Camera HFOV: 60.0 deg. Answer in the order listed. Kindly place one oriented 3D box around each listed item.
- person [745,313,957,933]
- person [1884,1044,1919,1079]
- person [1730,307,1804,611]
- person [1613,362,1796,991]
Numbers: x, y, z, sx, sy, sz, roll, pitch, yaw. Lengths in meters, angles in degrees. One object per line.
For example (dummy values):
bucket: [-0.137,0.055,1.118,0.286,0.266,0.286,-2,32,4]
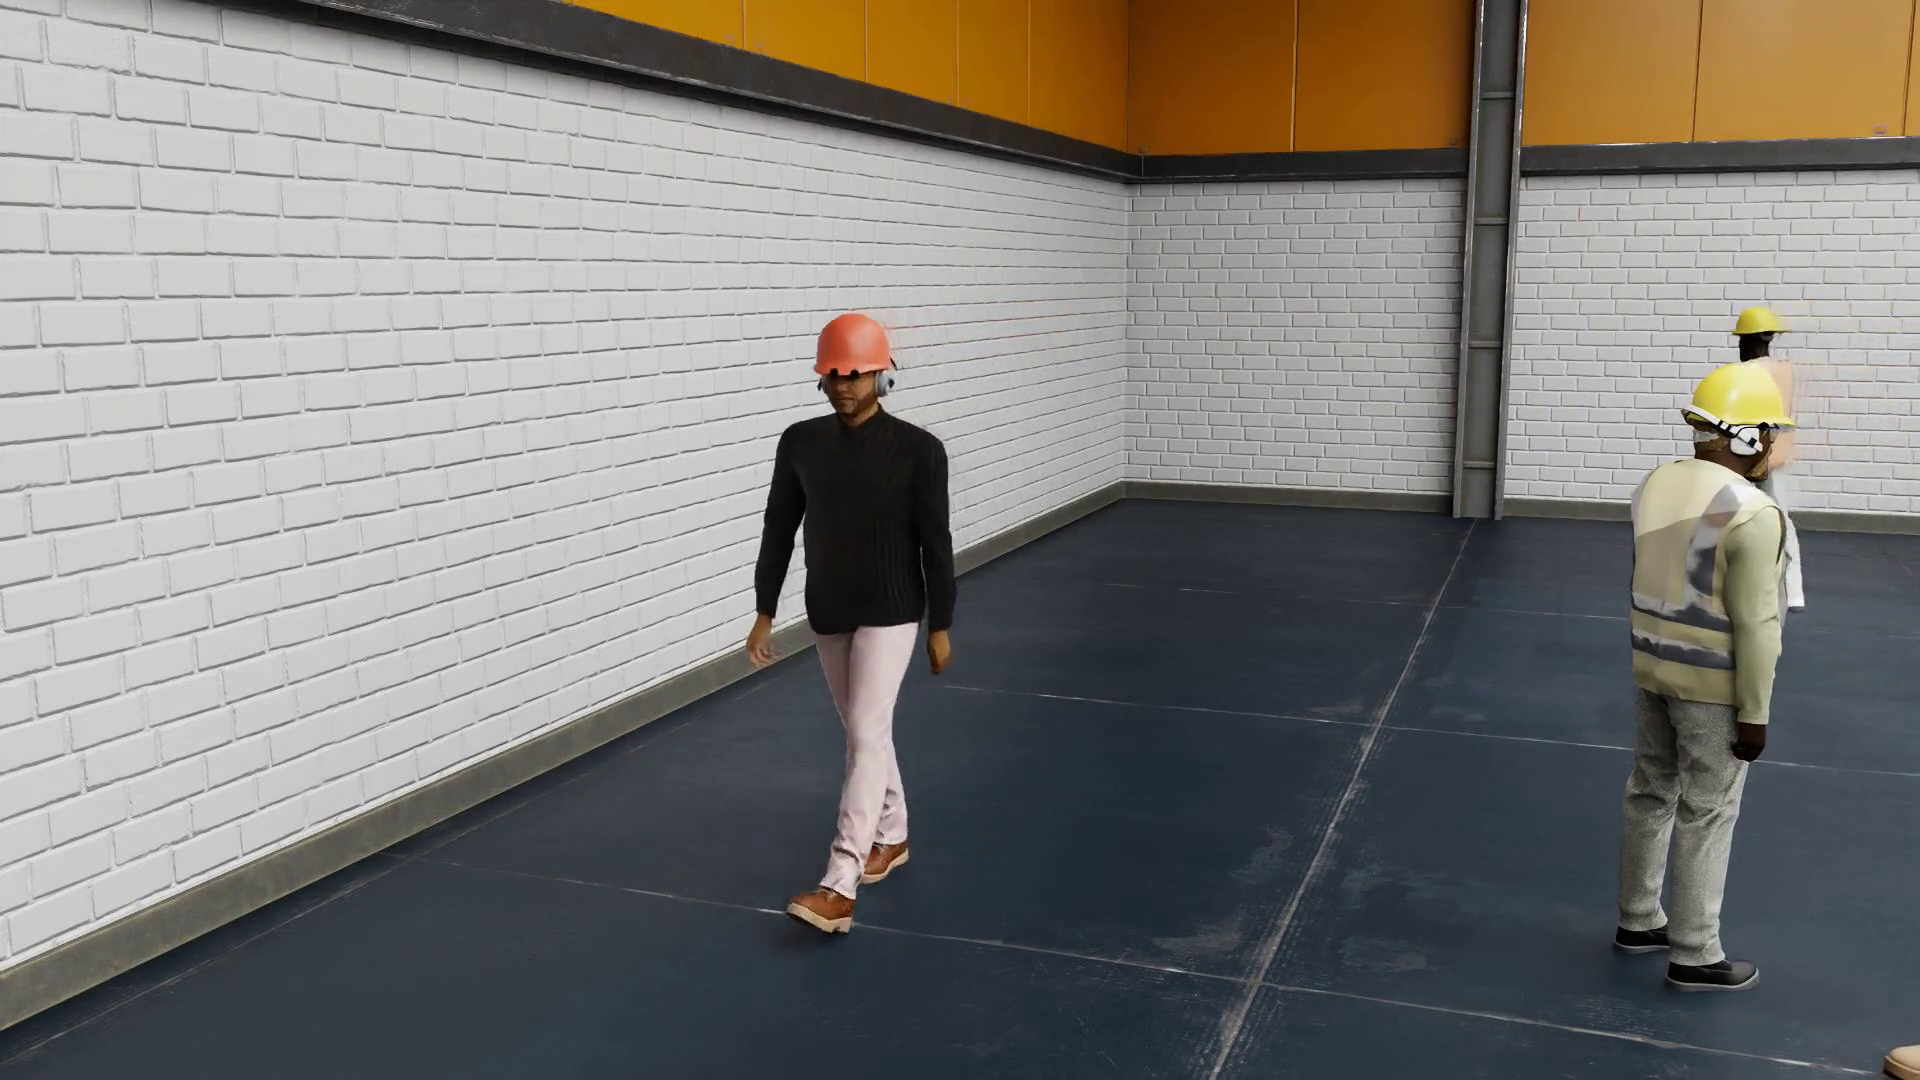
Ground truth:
person: [-0.386,0.255,5.368,0.619,1.940,1.009,5,10,28]
person: [2.600,0.430,3.955,0.536,2.000,0.681,-2,9,-12]
person: [4.946,-0.518,10.433,0.615,1.868,1.005,-4,10,-26]
person: [2.174,0.398,4.851,0.403,1.825,0.592,-2,9,-11]
